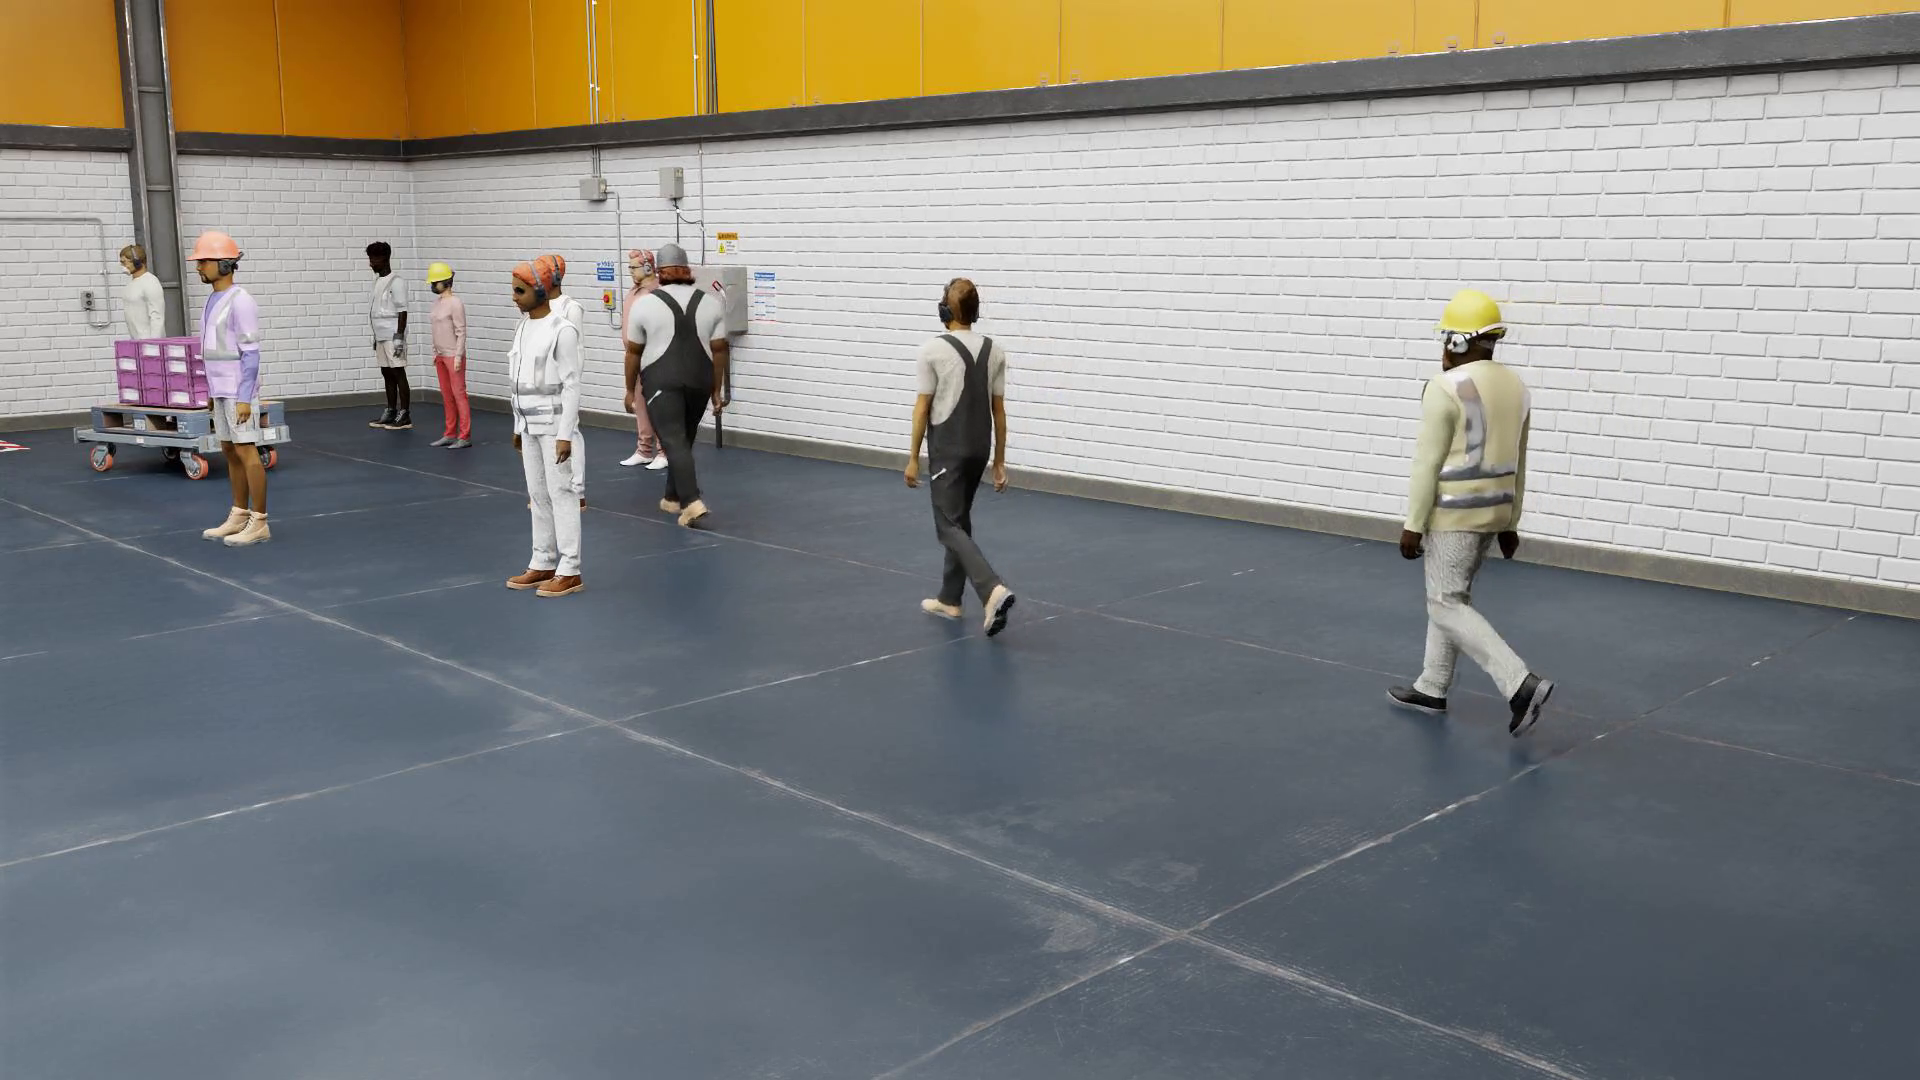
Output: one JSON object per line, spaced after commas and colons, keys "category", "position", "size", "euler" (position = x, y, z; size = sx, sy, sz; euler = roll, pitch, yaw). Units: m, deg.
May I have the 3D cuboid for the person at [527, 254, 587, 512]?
{"category": "person", "position": [-2.944, -1.127, 12.122], "size": [0.354, 1.883, 0.573], "euler": [-10, 14, -43]}

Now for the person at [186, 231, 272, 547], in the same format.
{"category": "person", "position": [-4.785, -0.980, 10.877], "size": [0.379, 2.045, 0.605], "euler": [-10, 14, -43]}

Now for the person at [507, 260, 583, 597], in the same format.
{"category": "person", "position": [-2.348, -0.626, 9.379], "size": [0.354, 1.886, 0.573], "euler": [-10, 14, -43]}

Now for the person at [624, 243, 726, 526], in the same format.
{"category": "person", "position": [-1.998, -1.141, 11.767], "size": [0.691, 2.000, 1.056], "euler": [-6, 12, -28]}

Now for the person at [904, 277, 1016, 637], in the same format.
{"category": "person", "position": [0.046, -0.423, 8.485], "size": [0.522, 1.819, 0.846], "euler": [-8, 13, -37]}

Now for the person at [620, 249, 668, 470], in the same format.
{"category": "person", "position": [-2.727, -1.563, 14.452], "size": [0.406, 1.902, 0.638], "euler": [-10, 14, -43]}

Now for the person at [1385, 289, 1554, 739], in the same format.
{"category": "person", "position": [2.097, -0.104, 6.751], "size": [0.594, 1.814, 0.775], "euler": [-9, 14, -40]}

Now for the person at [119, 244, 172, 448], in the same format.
{"category": "person", "position": [-7.811, -1.854, 15.949], "size": [0.370, 1.934, 0.627], "euler": [-10, 14, -43]}

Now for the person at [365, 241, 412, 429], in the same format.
{"category": "person", "position": [-5.997, -2.139, 17.433], "size": [0.380, 1.958, 0.602], "euler": [-10, 14, -43]}

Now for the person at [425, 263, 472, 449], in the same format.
{"category": "person", "position": [-4.878, -1.741, 15.812], "size": [0.328, 1.760, 0.524], "euler": [-10, 14, -43]}
